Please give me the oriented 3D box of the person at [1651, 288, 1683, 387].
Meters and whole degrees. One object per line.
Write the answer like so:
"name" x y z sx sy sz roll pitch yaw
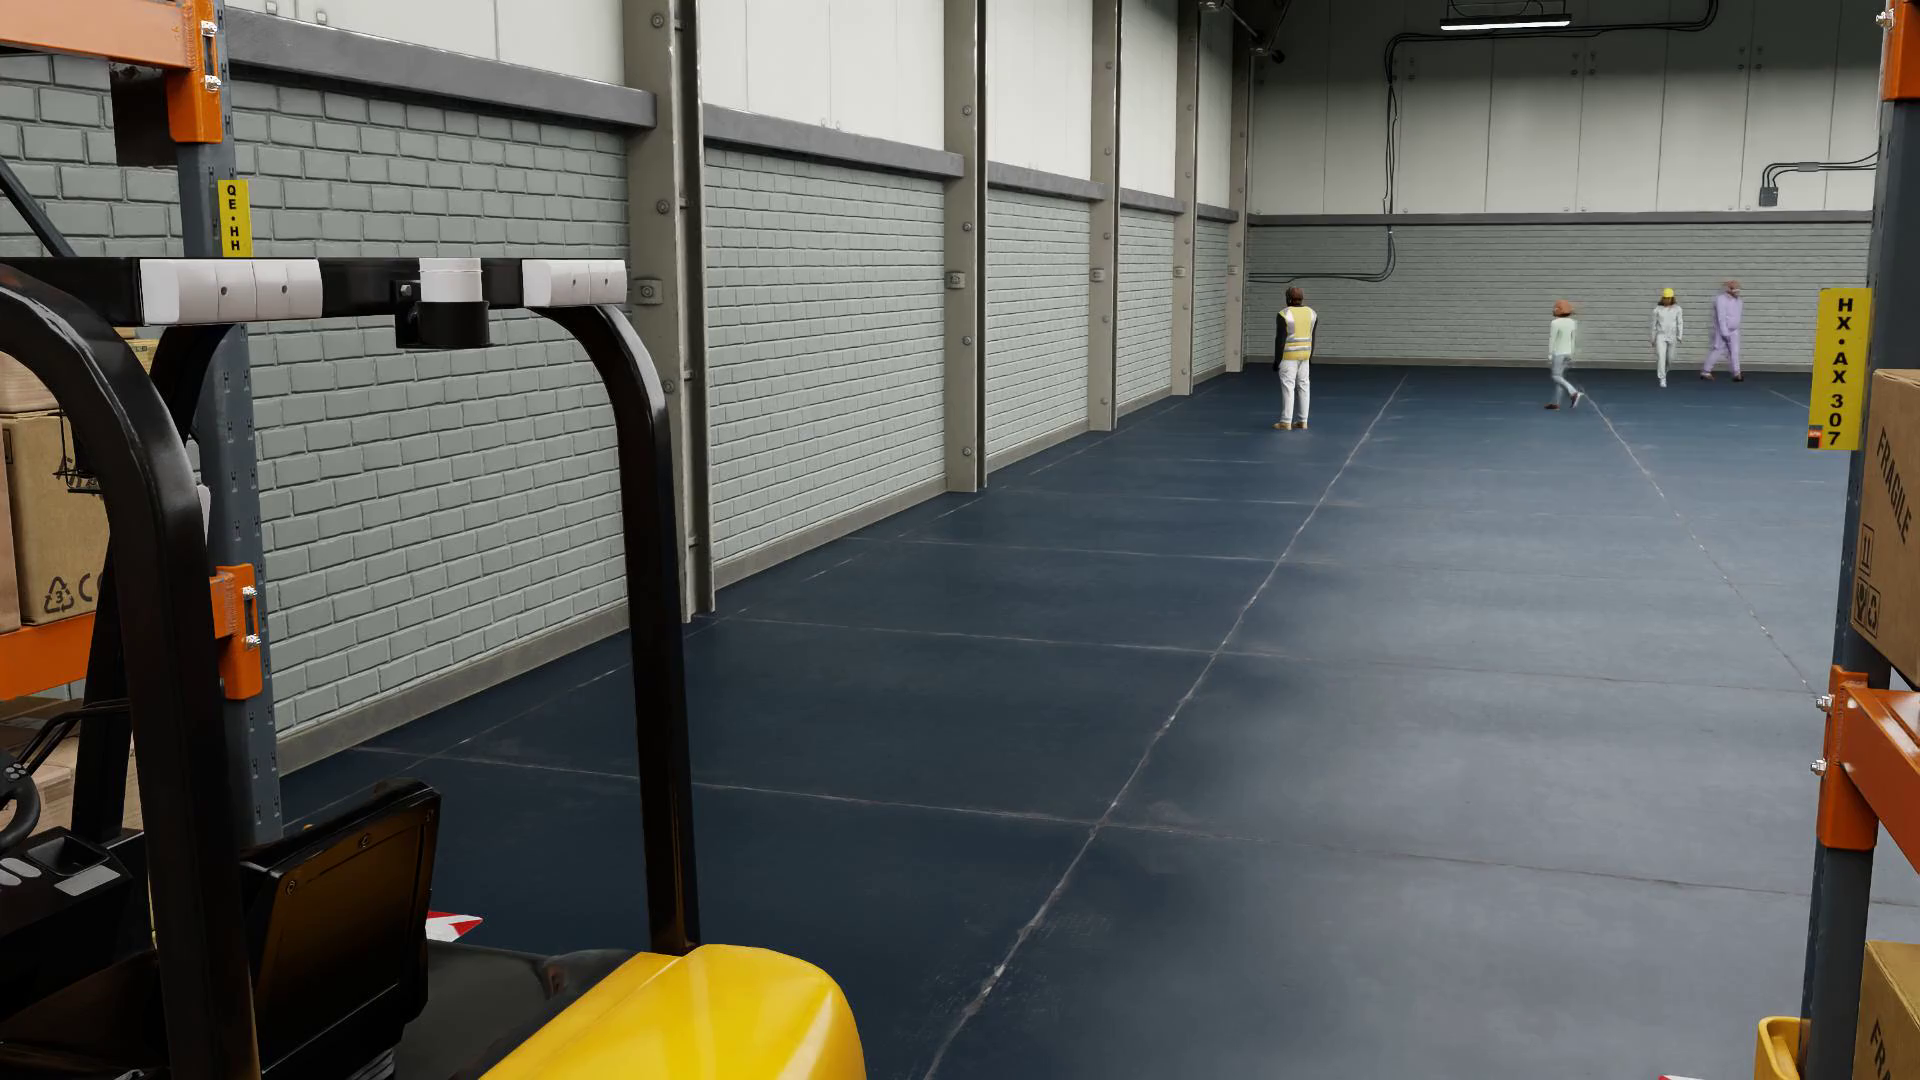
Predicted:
"person" 12.262 -3.525 28.906 0.488 1.714 0.823 1 10 9

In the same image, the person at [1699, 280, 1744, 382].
"person" 13.854 -3.785 30.095 0.664 1.848 0.839 -4 10 -24

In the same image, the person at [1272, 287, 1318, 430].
"person" 4.297 -2.342 21.477 0.619 1.845 0.430 -5 11 -27

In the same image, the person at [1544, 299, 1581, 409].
"person" 8.786 -2.680 24.160 0.499 1.621 0.614 -6 11 -33
